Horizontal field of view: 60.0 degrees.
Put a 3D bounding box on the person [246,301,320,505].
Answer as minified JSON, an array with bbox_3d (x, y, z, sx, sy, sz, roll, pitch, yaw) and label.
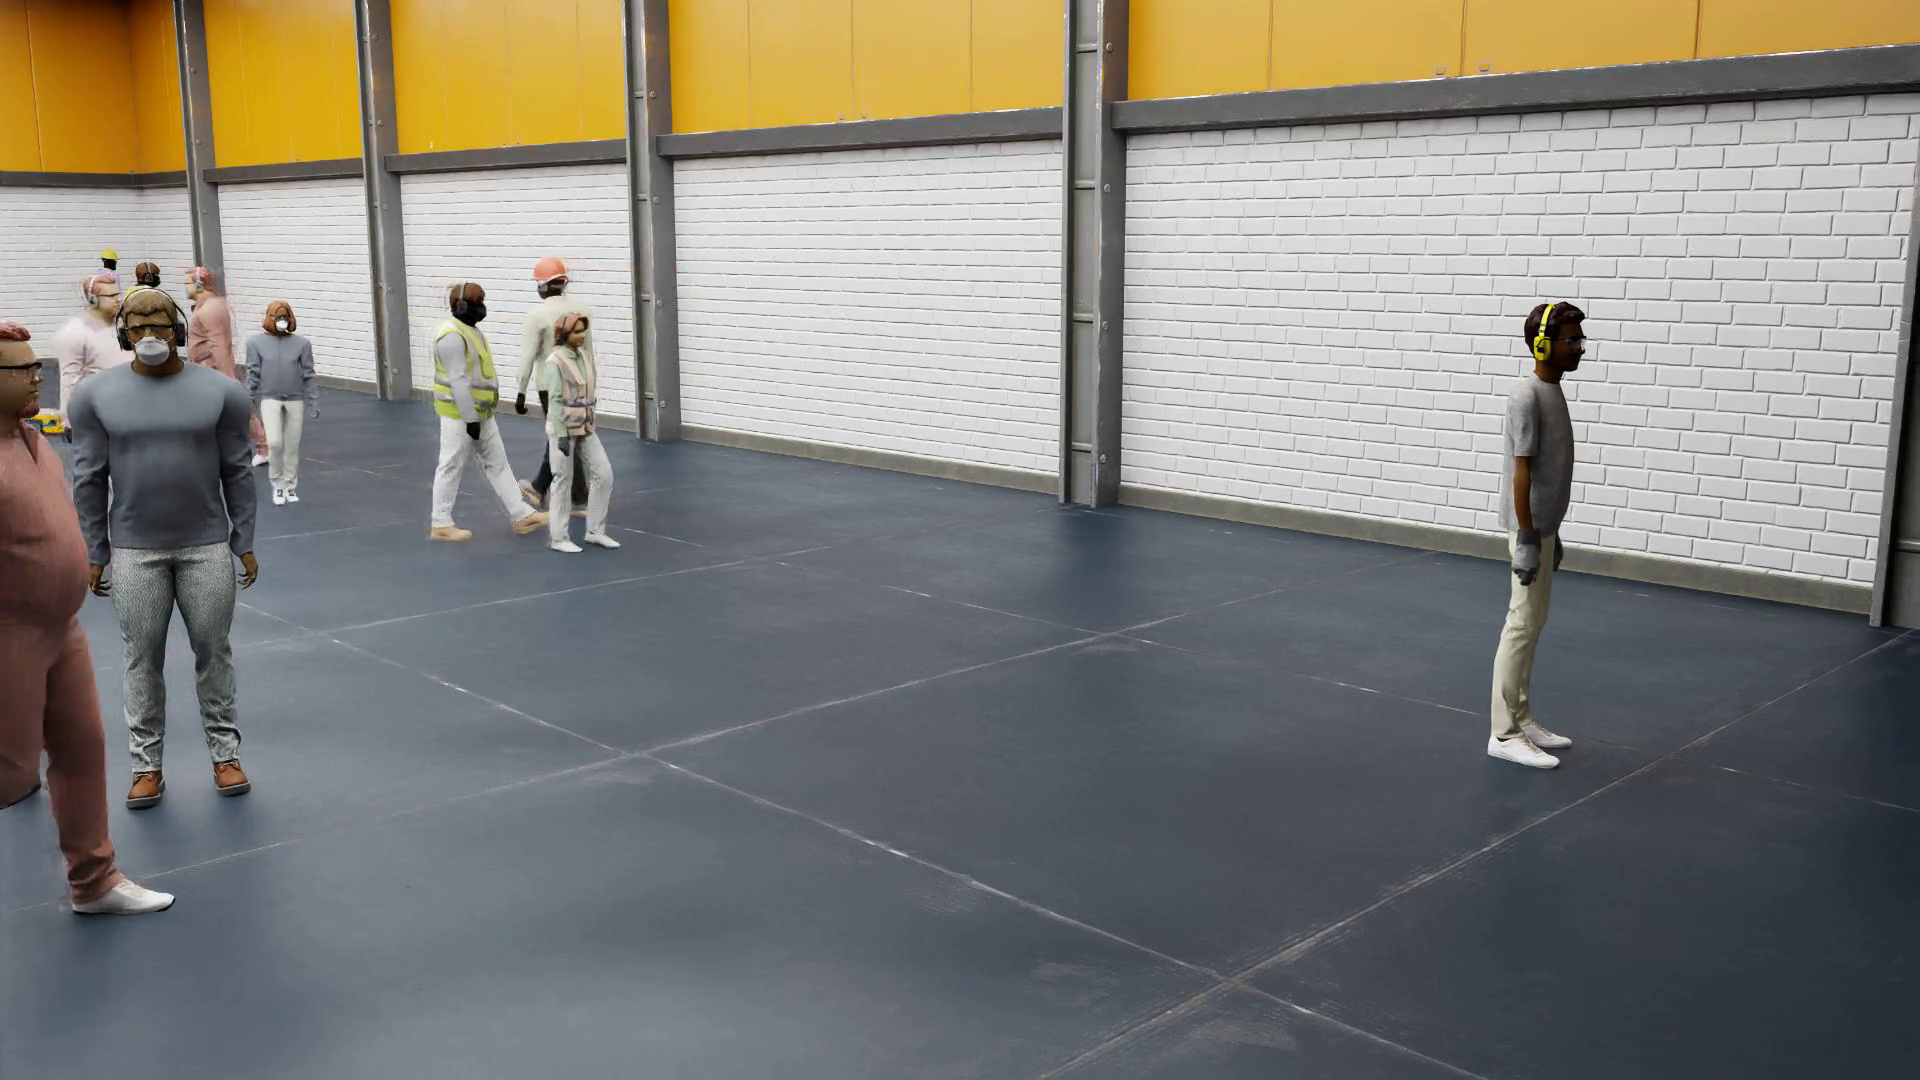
[{"bbox_3d":[-5.350,-1.081,13.170,0.538,1.610,0.515,-7,12,-33],"label":"person"}]

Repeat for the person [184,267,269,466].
[{"bbox_3d":[-6.781,-1.546,15.119,1.017,1.852,0.644,-3,11,-14],"label":"person"}]

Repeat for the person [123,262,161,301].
[{"bbox_3d":[-8.825,-2.107,18.177,0.634,1.841,0.429,7,13,35],"label":"person"}]

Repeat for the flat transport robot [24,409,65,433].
[{"bbox_3d":[-10.208,-1.300,18.056,1.431,0.197,0.652,0,11,-1],"label":"flat transport robot"}]

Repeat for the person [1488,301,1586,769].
[{"bbox_3d":[2.359,-0.021,6.754,0.320,1.861,0.533,6,12,29],"label":"person"}]

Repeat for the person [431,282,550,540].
[{"bbox_3d":[-3.319,-0.885,11.624,0.896,1.799,0.642,0,10,2],"label":"person"}]

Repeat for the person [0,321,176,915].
[{"bbox_3d":[-2.917,0.284,5.034,0.774,1.883,0.645,-1,10,-6],"label":"person"}]

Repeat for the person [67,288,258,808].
[{"bbox_3d":[-2.970,0.029,6.268,0.630,1.940,0.372,-5,12,-26],"label":"person"}]

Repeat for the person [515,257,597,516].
[{"bbox_3d":[-3.186,-1.175,12.776,0.962,1.951,0.647,6,12,31],"label":"person"}]

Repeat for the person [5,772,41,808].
[{"bbox_3d":[-3.633,0.131,6.206,0.535,1.746,0.391,1,10,7],"label":"person"}]

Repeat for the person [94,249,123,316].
[{"bbox_3d":[-13.710,-3.736,26.865,0.582,1.918,0.405,6,12,30],"label":"person"}]

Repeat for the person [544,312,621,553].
[{"bbox_3d":[-2.527,-0.705,11.127,0.568,1.619,0.538,4,11,20],"label":"person"}]

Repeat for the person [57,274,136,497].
[{"bbox_3d":[-5.891,-0.884,11.436,0.868,1.876,0.637,2,11,11],"label":"person"}]
